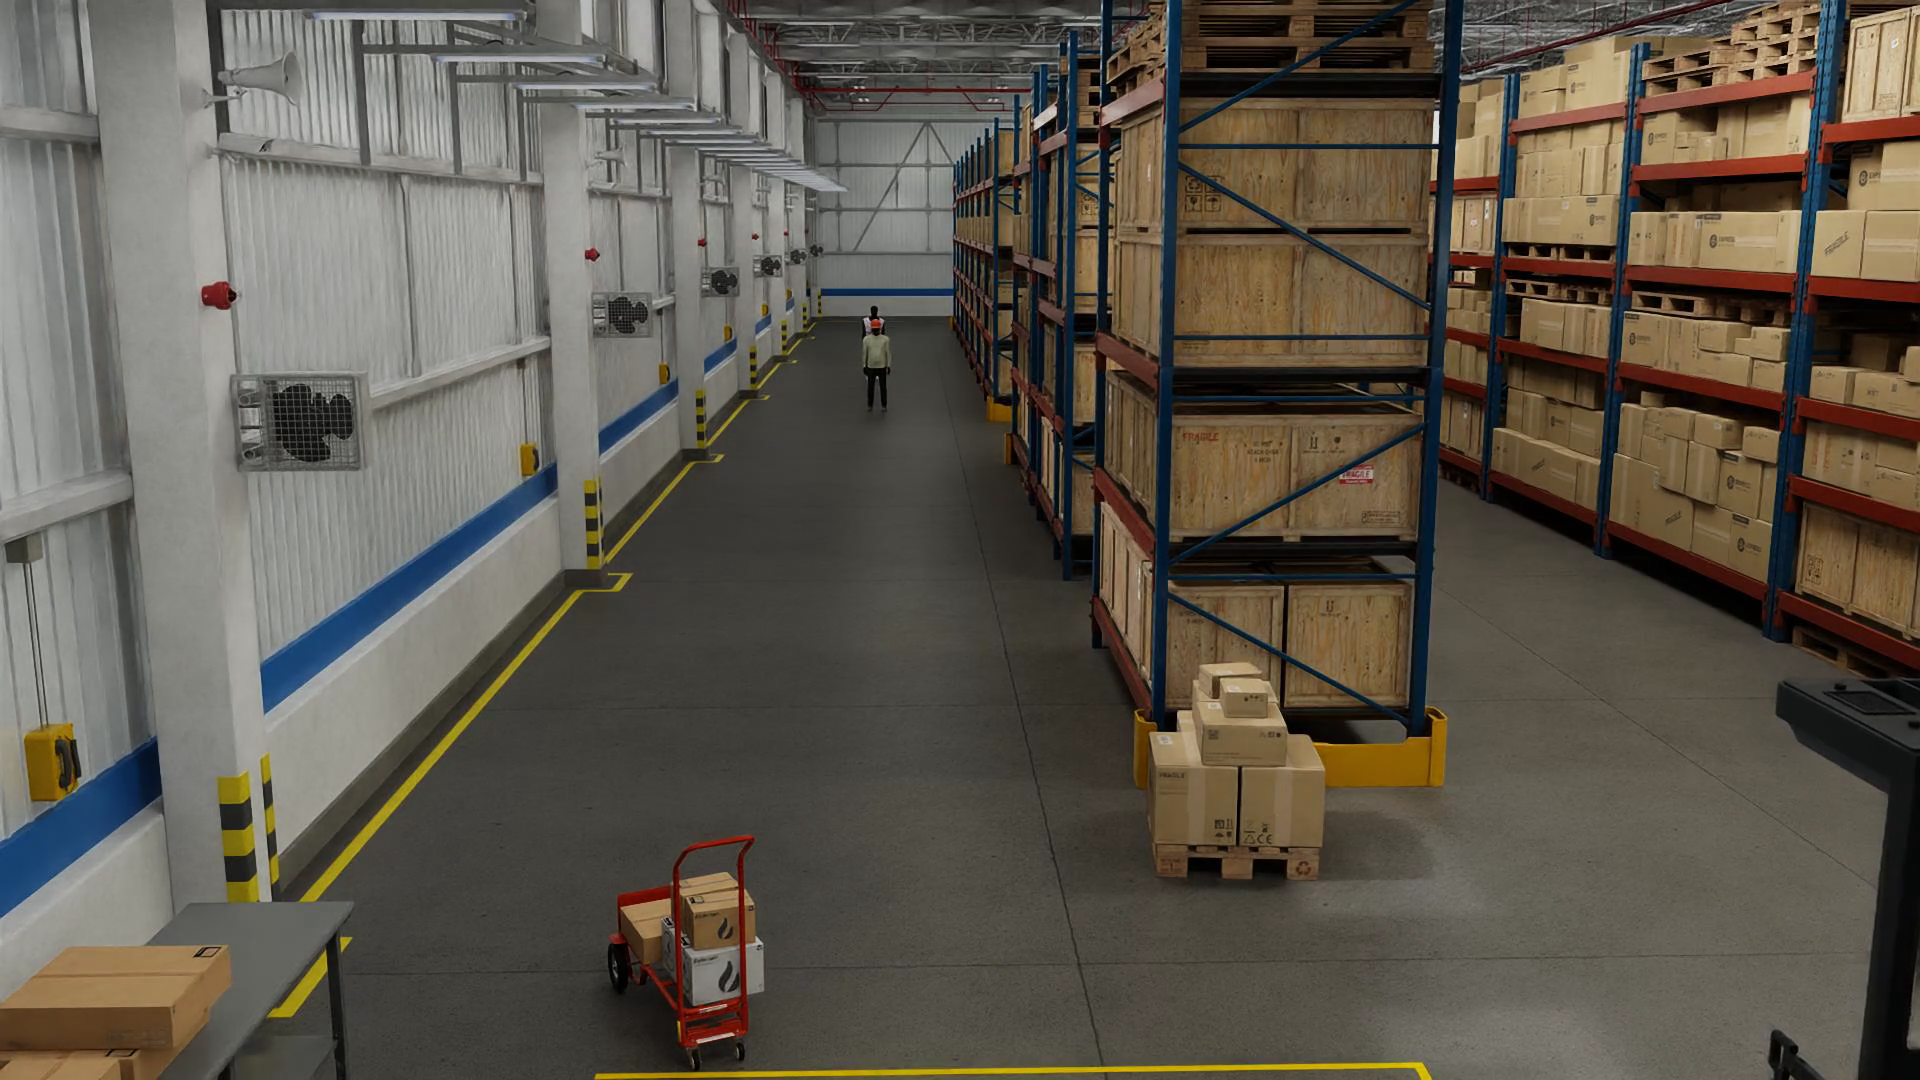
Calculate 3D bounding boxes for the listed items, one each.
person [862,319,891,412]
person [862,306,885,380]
[{"bbox_3d":[-1.789,-3.734,35.616,0.615,1.988,0.405,0,11,1],"label":"person"},{"bbox_3d":[-2.220,-5.059,42.721,0.597,1.906,0.414,-2,11,-11],"label":"person"}]
